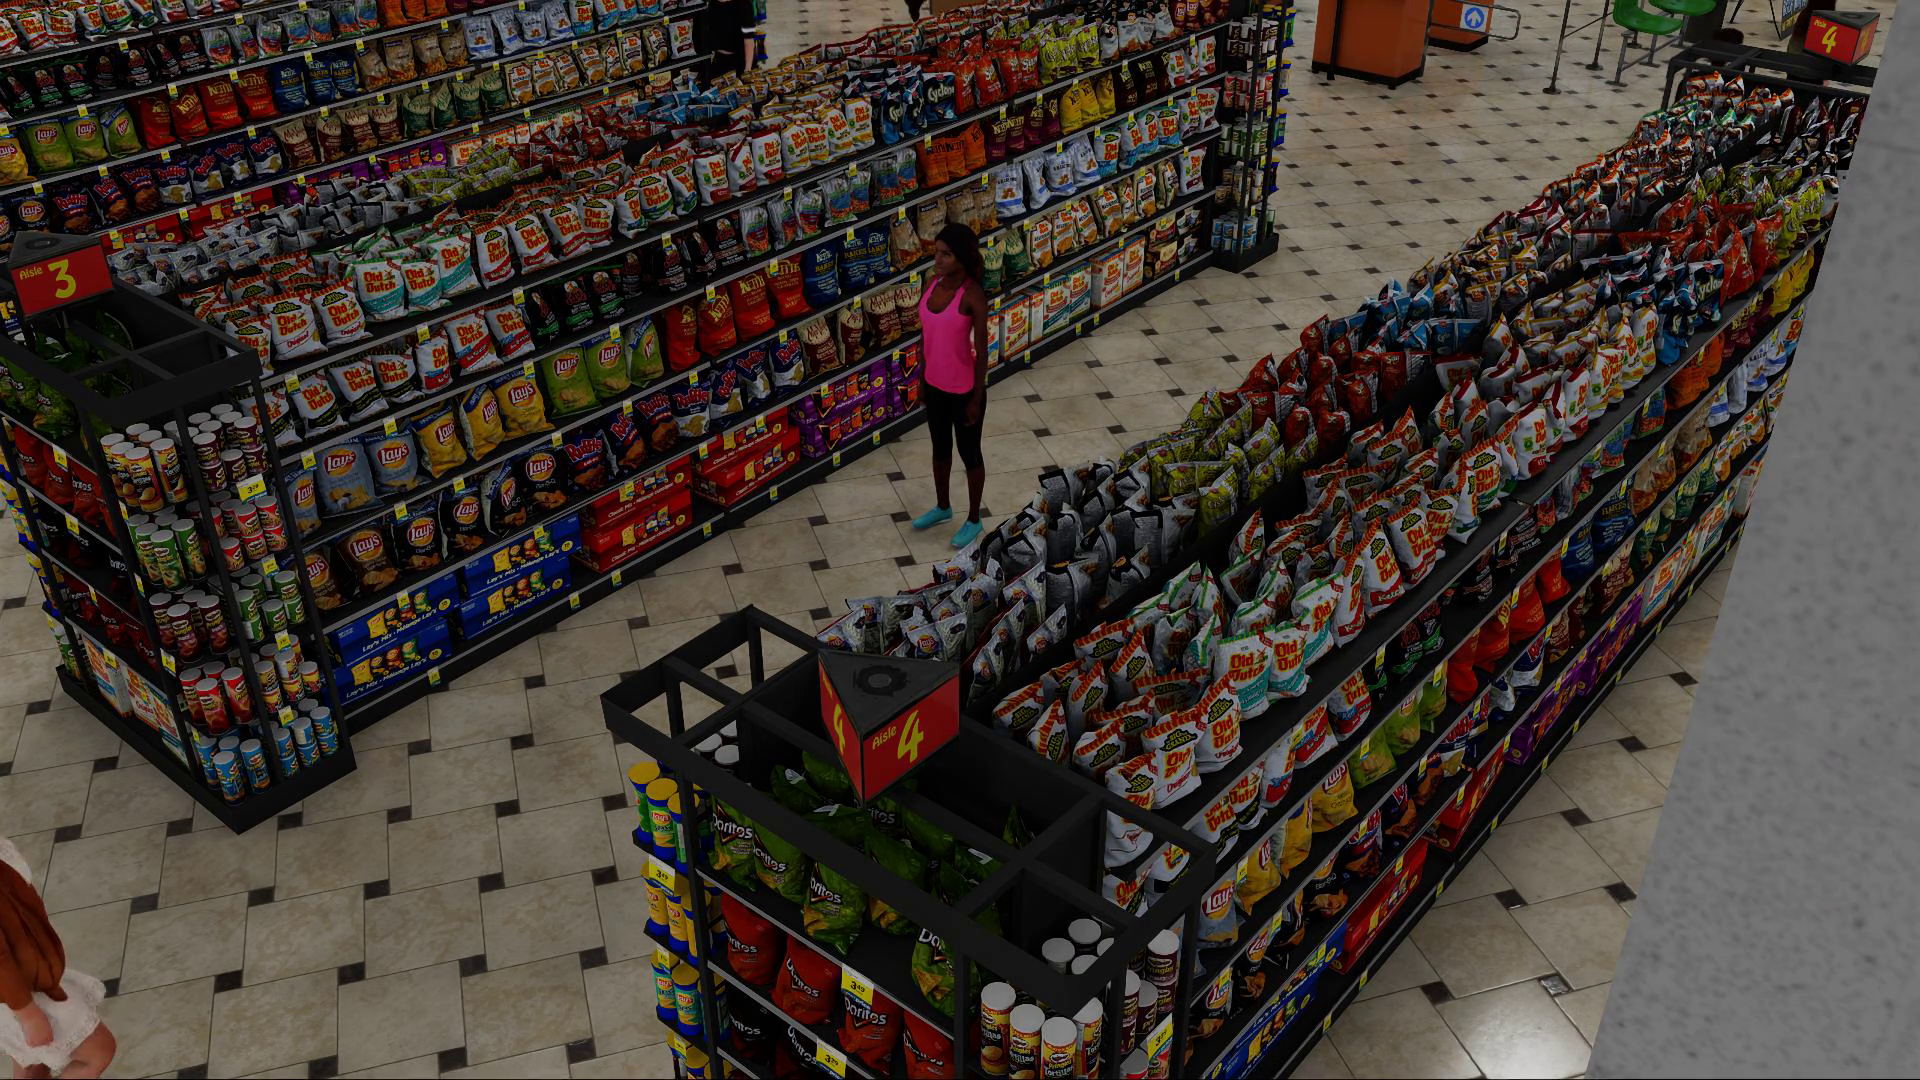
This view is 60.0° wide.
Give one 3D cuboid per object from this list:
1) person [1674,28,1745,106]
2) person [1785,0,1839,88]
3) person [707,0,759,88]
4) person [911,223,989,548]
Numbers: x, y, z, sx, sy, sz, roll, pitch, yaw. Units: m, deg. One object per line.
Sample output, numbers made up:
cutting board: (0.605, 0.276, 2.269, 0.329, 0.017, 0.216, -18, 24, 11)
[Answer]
person: (4.727, -2.376, 10.837, 0.838, 1.821, 0.848, -15, 35, -23)
person: (6.832, -3.777, 13.417, 0.652, 1.475, 0.660, -12, 34, -19)
person: (-1.764, -3.814, 13.343, 0.759, 1.615, 0.943, 12, 34, 19)
person: (-0.021, -0.779, 8.364, 0.554, 1.722, 0.545, 26, 40, 35)
